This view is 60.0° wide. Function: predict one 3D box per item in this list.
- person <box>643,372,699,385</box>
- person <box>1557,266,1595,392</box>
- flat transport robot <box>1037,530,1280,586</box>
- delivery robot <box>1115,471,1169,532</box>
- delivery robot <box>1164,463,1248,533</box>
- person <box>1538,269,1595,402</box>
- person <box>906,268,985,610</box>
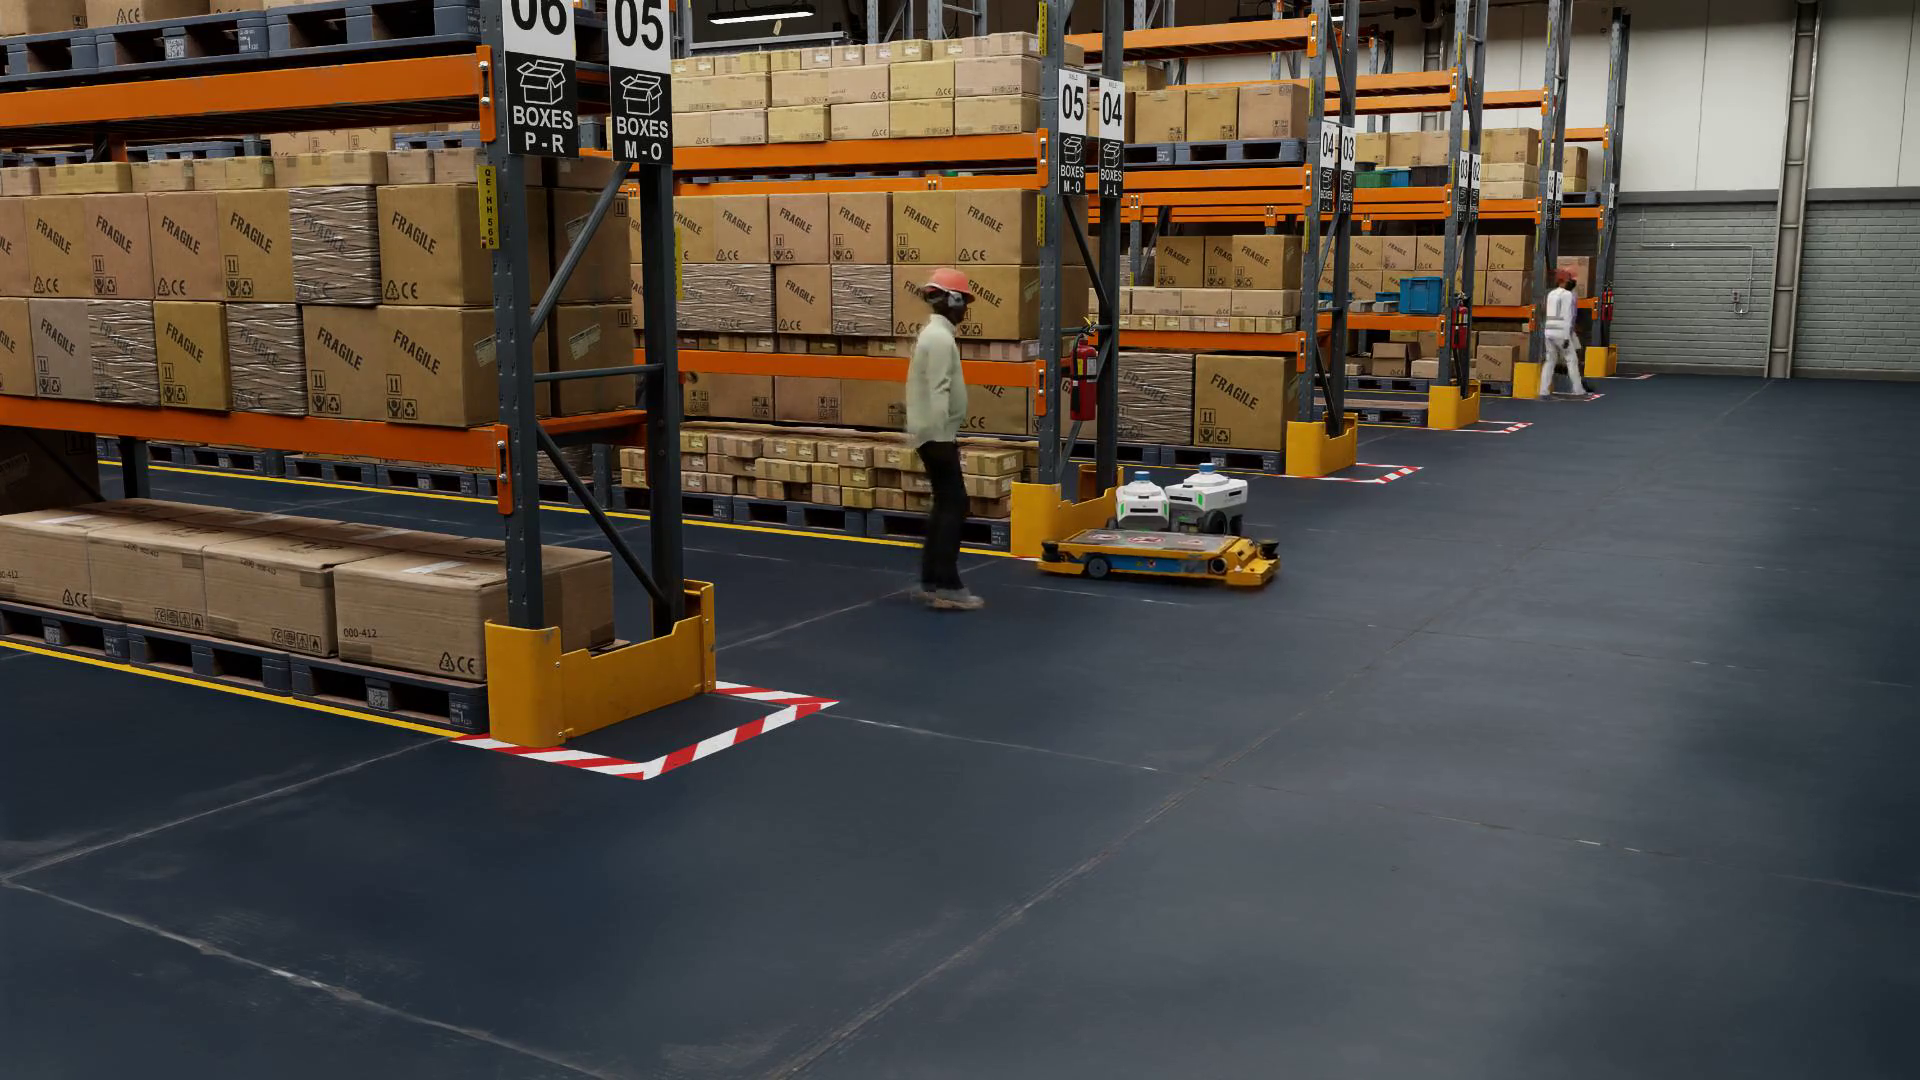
[{"bbox_3d":[-2.975,-1.751,16.849,0.518,1.840,0.866,-9,13,-43],"label":"person"},{"bbox_3d":[9.084,-3.168,25.024,0.551,1.881,0.998,-8,12,-38],"label":"person"},{"bbox_3d":[1.271,0.094,10.606,1.431,0.197,0.652,4,10,20],"label":"flat transport robot"},{"bbox_3d":[1.242,-0.225,11.372,0.477,0.478,0.707,1,10,4],"label":"delivery robot"},{"bbox_3d":[1.752,-0.304,11.835,0.477,0.478,0.707,8,12,37],"label":"delivery robot"},{"bbox_3d":[8.456,-2.841,23.213,0.848,1.837,0.599,-2,10,-13],"label":"person"},{"bbox_3d":[-0.071,-0.587,9.667,0.489,1.959,0.728,0,10,0],"label":"person"}]
